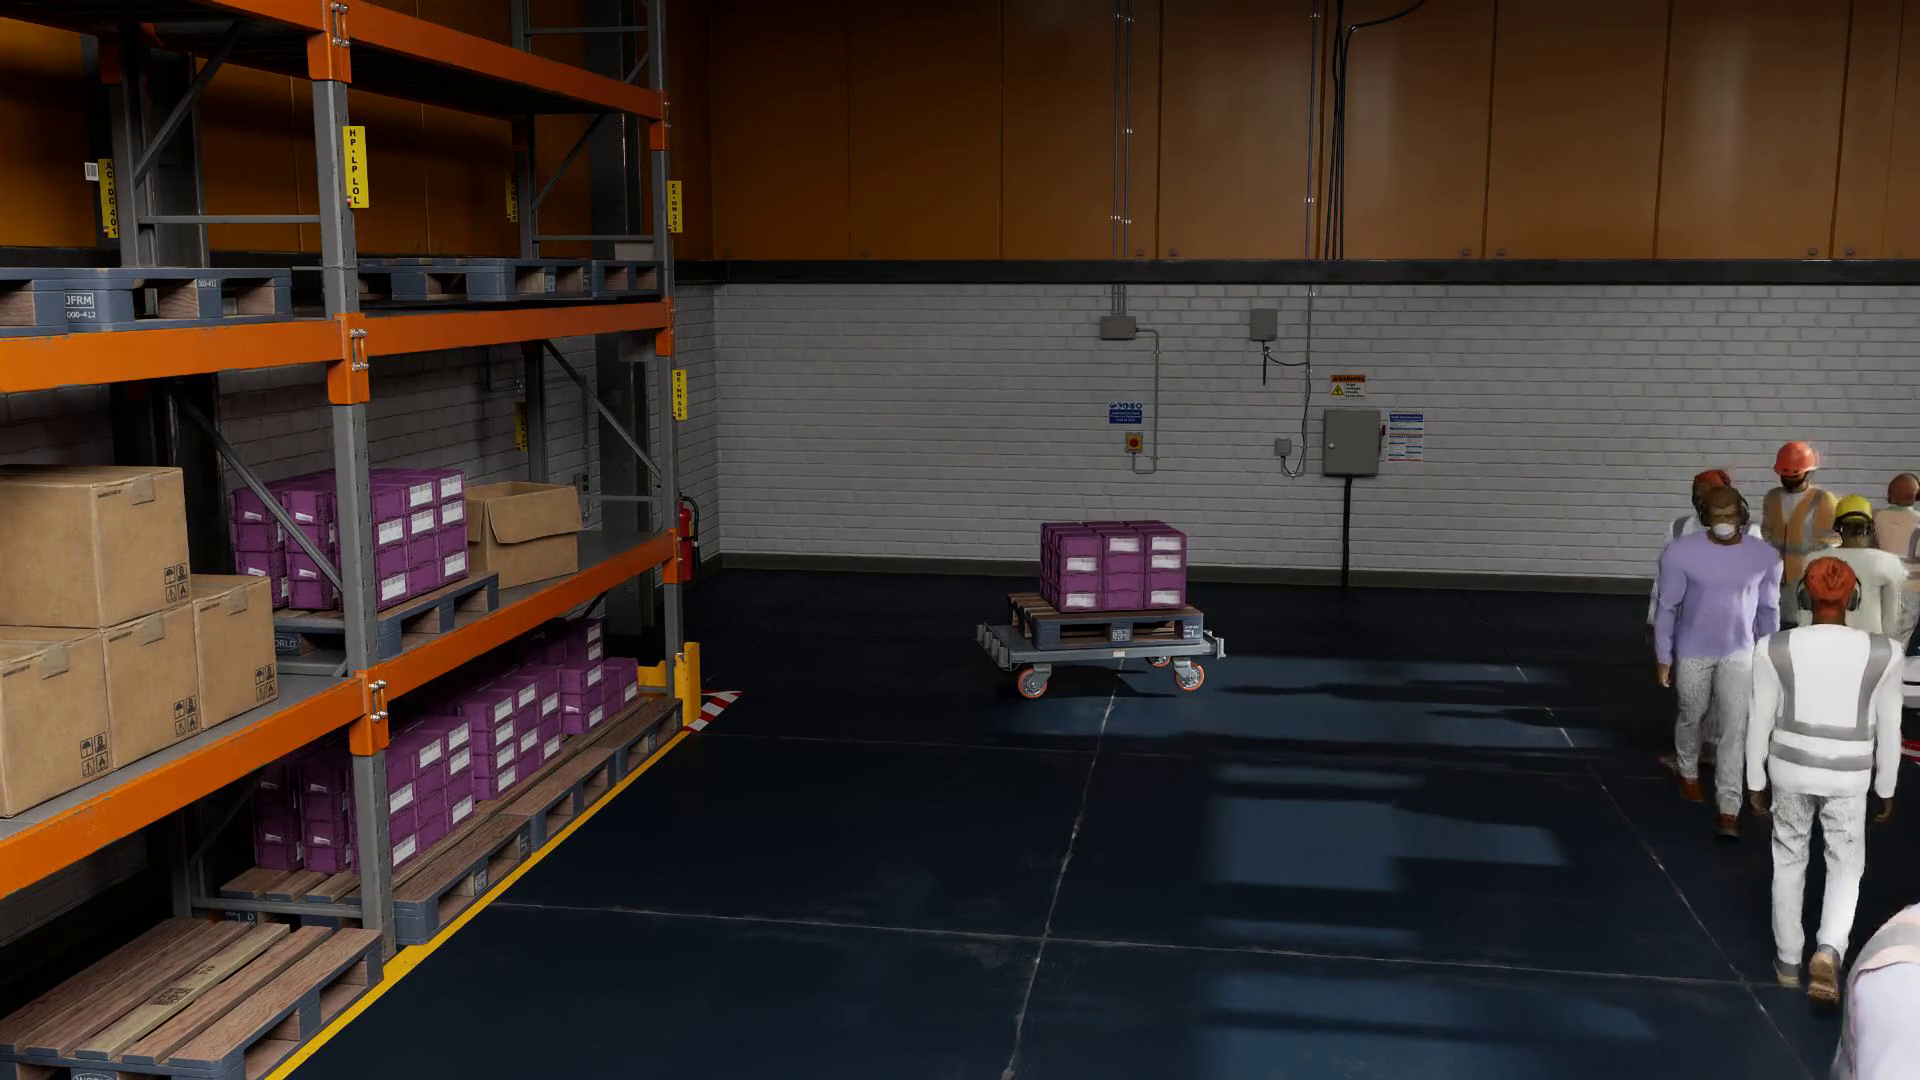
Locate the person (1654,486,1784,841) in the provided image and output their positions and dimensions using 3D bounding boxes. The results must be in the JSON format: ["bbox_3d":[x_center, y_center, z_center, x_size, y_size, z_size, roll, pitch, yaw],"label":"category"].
[{"bbox_3d":[4.159,0.625,9.169,0.657,1.893,1.026,3,10,16],"label":"person"}]

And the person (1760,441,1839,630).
[{"bbox_3d":[5.662,0.267,11.326,0.925,1.879,0.593,-4,10,-22],"label":"person"}]

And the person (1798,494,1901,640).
[{"bbox_3d":[5.152,0.603,9.671,0.528,1.745,0.449,4,10,25],"label":"person"}]

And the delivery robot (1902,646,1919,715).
[{"bbox_3d":[6.347,0.944,10.955,0.707,0.478,0.477,4,10,22],"label":"delivery robot"}]

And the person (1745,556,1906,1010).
[{"bbox_3d":[3.540,1.003,6.853,0.585,1.867,0.691,5,10,26],"label":"person"}]

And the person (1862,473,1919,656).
[{"bbox_3d":[6.566,0.342,11.657,0.364,1.627,0.533,-8,12,-41],"label":"person"}]

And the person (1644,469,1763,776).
[{"bbox_3d":[4.440,0.501,10.014,0.953,1.837,0.601,-7,11,-37],"label":"person"}]

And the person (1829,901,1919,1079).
[{"bbox_3d":[2.230,1.520,3.841,0.678,1.818,0.475,-8,12,-40],"label":"person"}]
